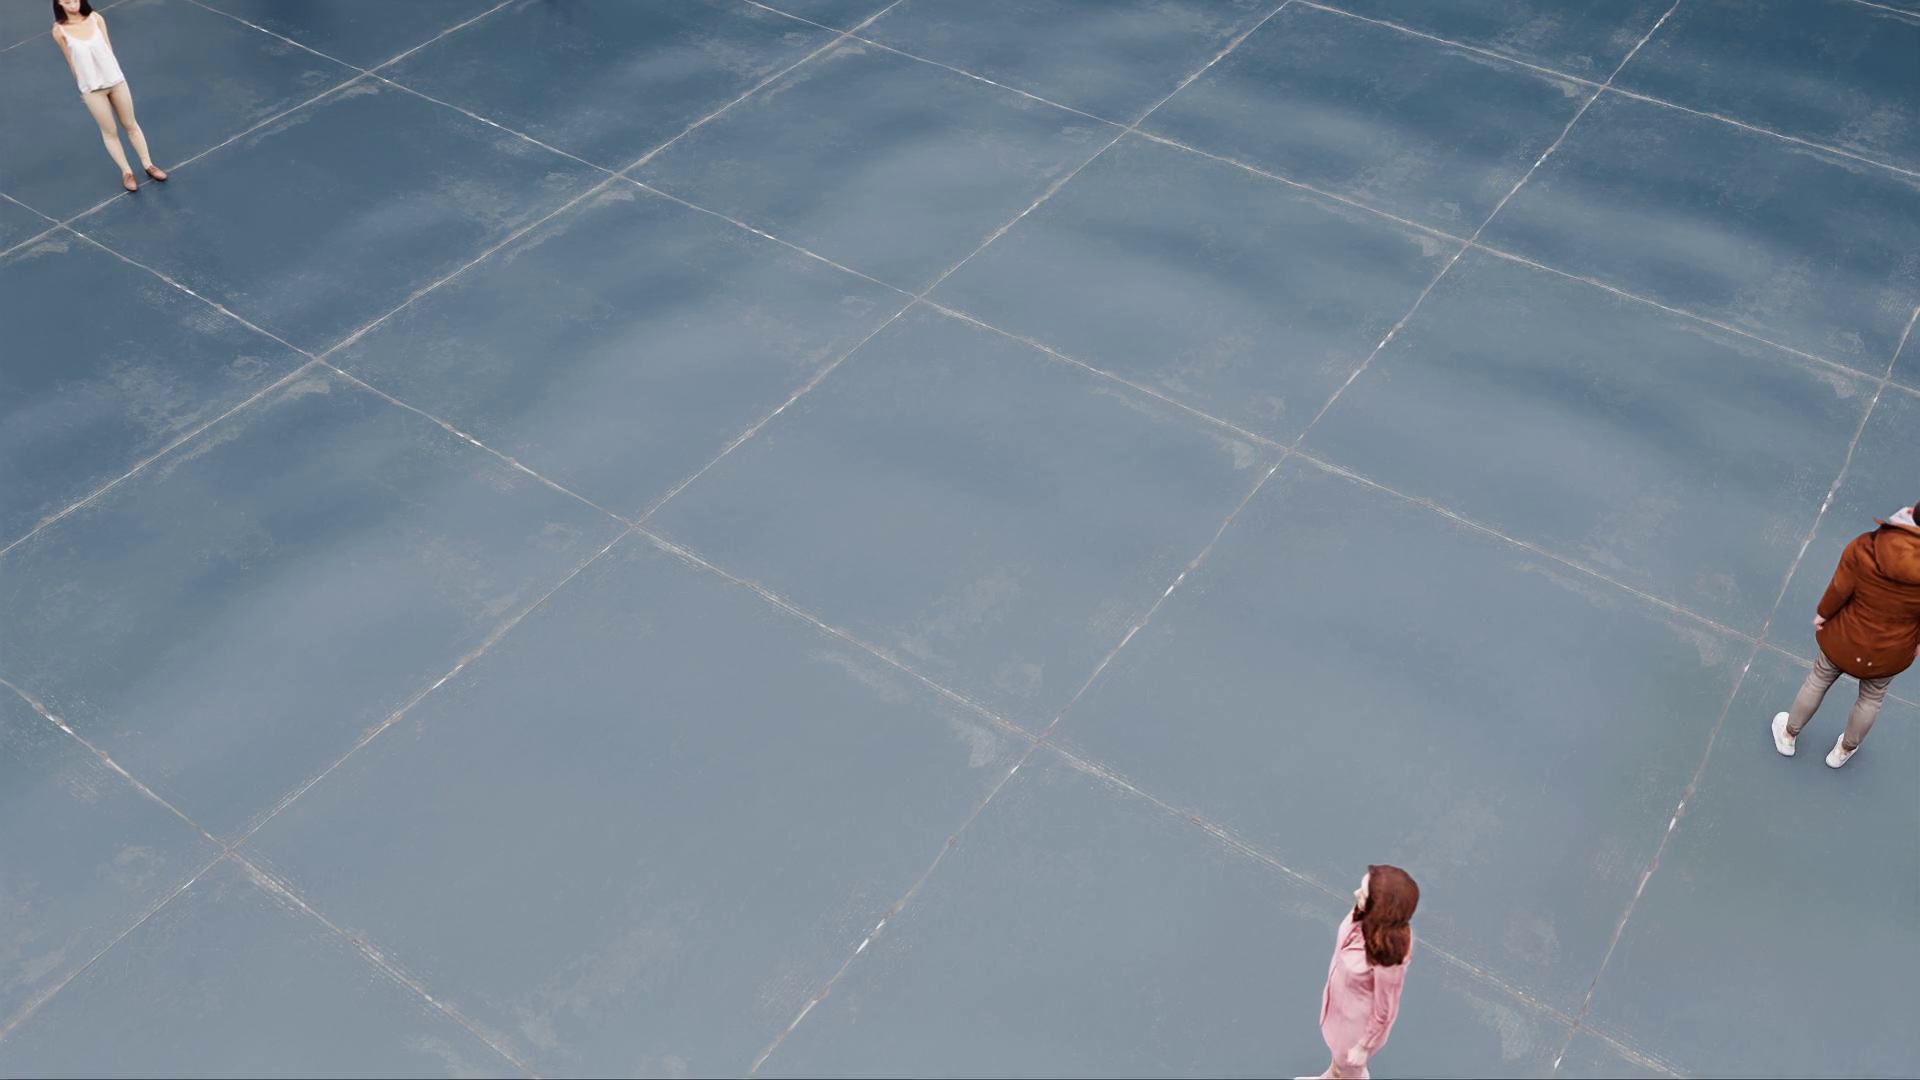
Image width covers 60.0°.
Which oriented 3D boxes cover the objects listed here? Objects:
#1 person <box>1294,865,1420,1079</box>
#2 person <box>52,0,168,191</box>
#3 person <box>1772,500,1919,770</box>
[{"bbox_3d":[1.649,1.915,6.846,0.709,1.802,0.695,1,43,1],"label":"person"},{"bbox_3d":[-6.598,-3.513,12.770,0.573,1.652,0.633,26,49,25],"label":"person"},{"bbox_3d":[4.594,0.461,8.376,0.689,1.839,0.807,18,46,19],"label":"person"}]
